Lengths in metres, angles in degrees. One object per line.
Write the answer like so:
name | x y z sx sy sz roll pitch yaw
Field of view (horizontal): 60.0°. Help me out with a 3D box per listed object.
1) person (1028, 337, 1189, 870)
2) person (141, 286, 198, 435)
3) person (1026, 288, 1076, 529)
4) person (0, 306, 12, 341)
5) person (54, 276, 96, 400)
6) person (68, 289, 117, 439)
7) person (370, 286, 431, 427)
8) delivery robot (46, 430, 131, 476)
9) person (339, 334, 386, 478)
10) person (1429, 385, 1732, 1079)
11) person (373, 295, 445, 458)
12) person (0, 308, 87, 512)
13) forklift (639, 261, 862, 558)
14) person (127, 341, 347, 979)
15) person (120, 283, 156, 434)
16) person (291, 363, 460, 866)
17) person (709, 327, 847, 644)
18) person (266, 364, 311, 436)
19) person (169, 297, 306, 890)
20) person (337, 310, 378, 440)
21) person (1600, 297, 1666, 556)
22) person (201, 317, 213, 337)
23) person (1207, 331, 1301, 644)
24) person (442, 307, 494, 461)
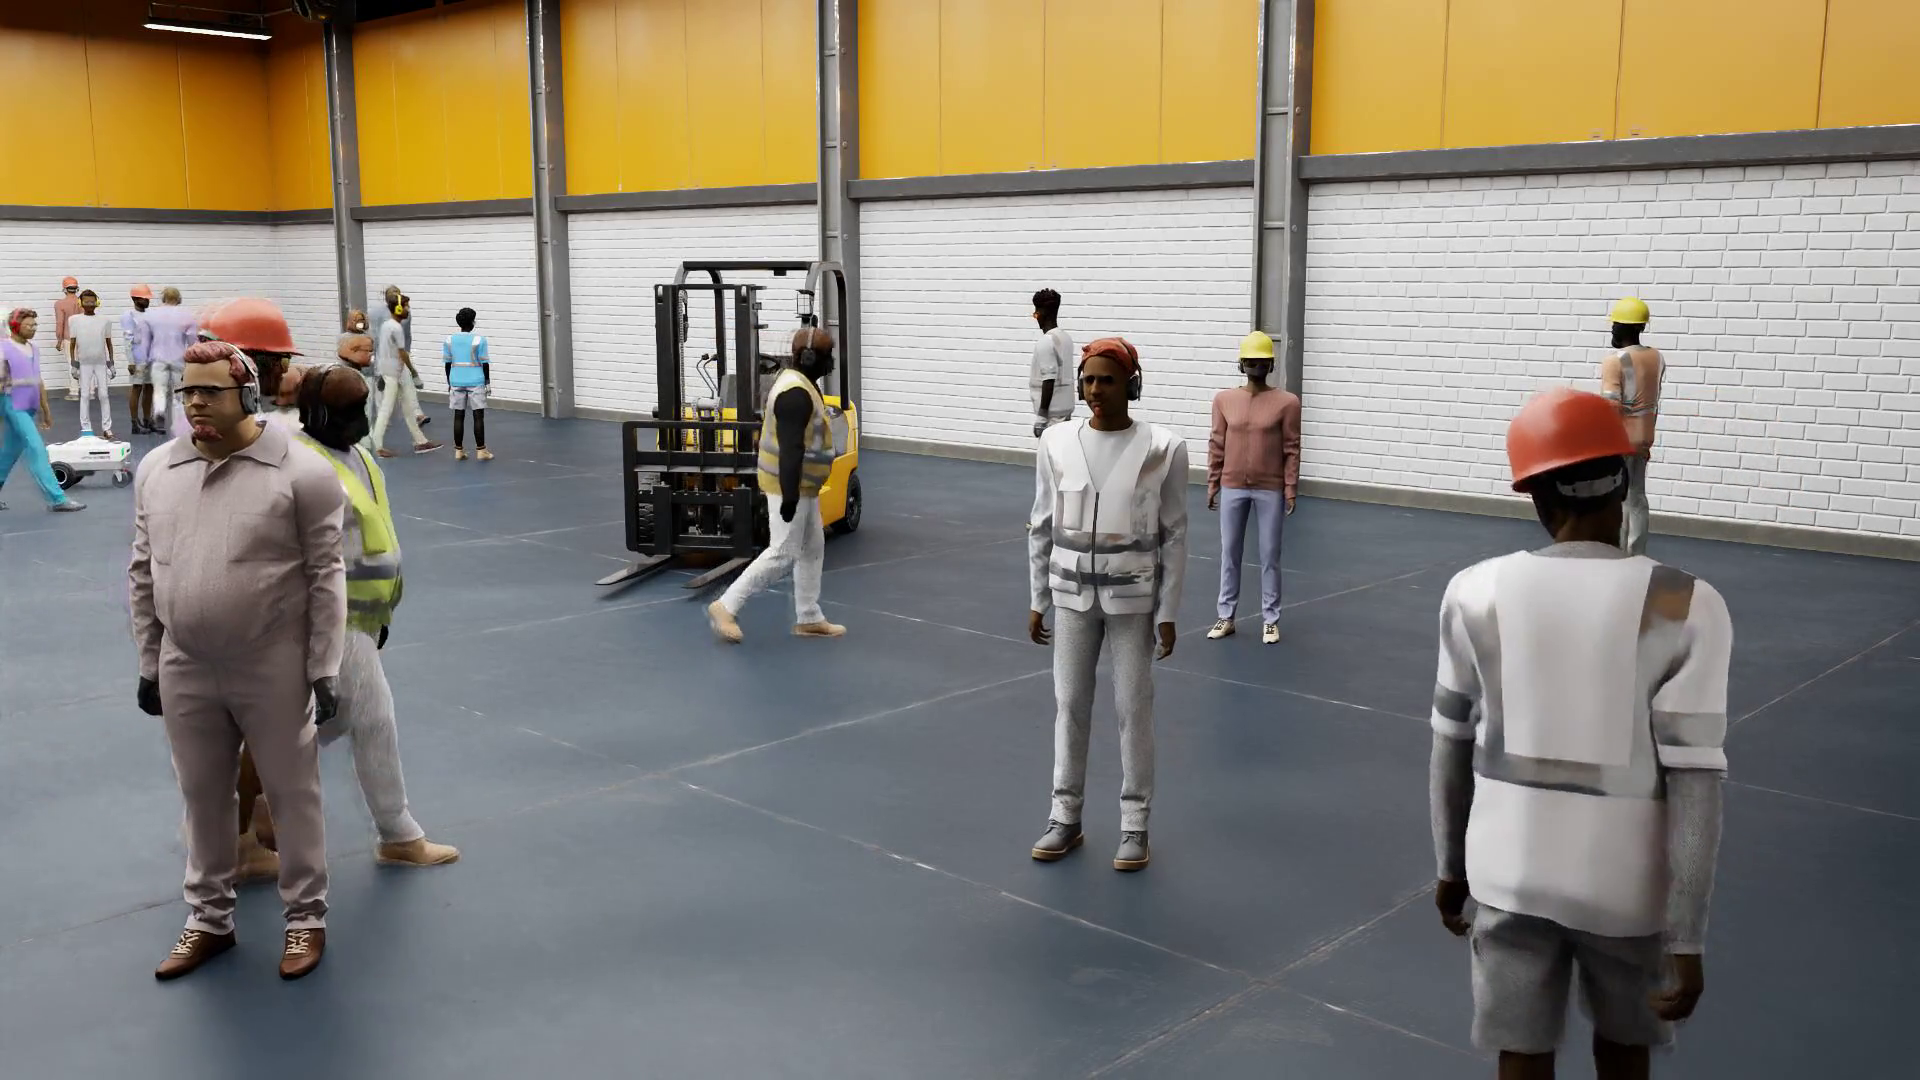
person | 0.513 0.227 5.906 0.575 1.882 0.355 4 10 21
person | -9.849 -2.202 20.730 0.680 1.911 0.696 -3 10 -16
person | 0.742 -1.058 13.535 0.374 1.963 0.607 3 10 20
person | -11.449 -2.088 19.654 0.607 2.038 0.392 -3 10 -15
person | -14.308 -3.253 26.892 0.379 1.996 0.611 7 11 36
person | -10.792 -2.180 20.698 0.512 1.874 0.328 -6 11 -34
person | -7.512 -2.434 22.193 1.009 1.887 0.638 8 12 39
delivery robot | -8.458 -0.829 16.152 0.707 0.478 0.477 -3 10 -17
person | -4.665 -0.792 12.955 0.339 1.618 0.497 -1 9 -9
person | 1.157 0.661 3.205 0.559 1.889 0.621 5 11 30
person | -6.284 -1.846 18.788 0.917 1.820 0.518 -5 11 -29
person | -8.200 -1.126 14.519 0.993 1.786 0.574 0 9 -1
forklift | -1.552 -1.040 12.721 1.214 2.155 2.313 2 9 11
person | -2.163 0.367 4.968 0.640 1.910 0.407 0 9 2
person | -10.503 -2.330 21.421 0.378 1.932 0.551 2 9 11
person | -2.274 0.274 5.899 0.875 1.808 0.630 0 9 1
person | -1.050 -0.305 9.441 0.728 1.809 0.643 0 9 0
person | -3.469 -0.097 8.678 0.523 1.631 0.321 5 10 27
person | -2.404 0.182 5.739 0.631 2.020 0.574 8 12 41
person | -7.196 -1.936 19.928 0.268 1.632 0.507 8 12 39
person | 4.495 -0.670 11.260 0.588 1.930 0.364 -7 11 -36
person | -7.555 -1.452 16.960 0.287 1.633 0.497 0 9 1
person | 1.660 -0.295 9.452 0.533 1.772 0.297 4 10 22
person | -5.436 -1.718 18.396 0.540 1.695 0.317 2 9 9
